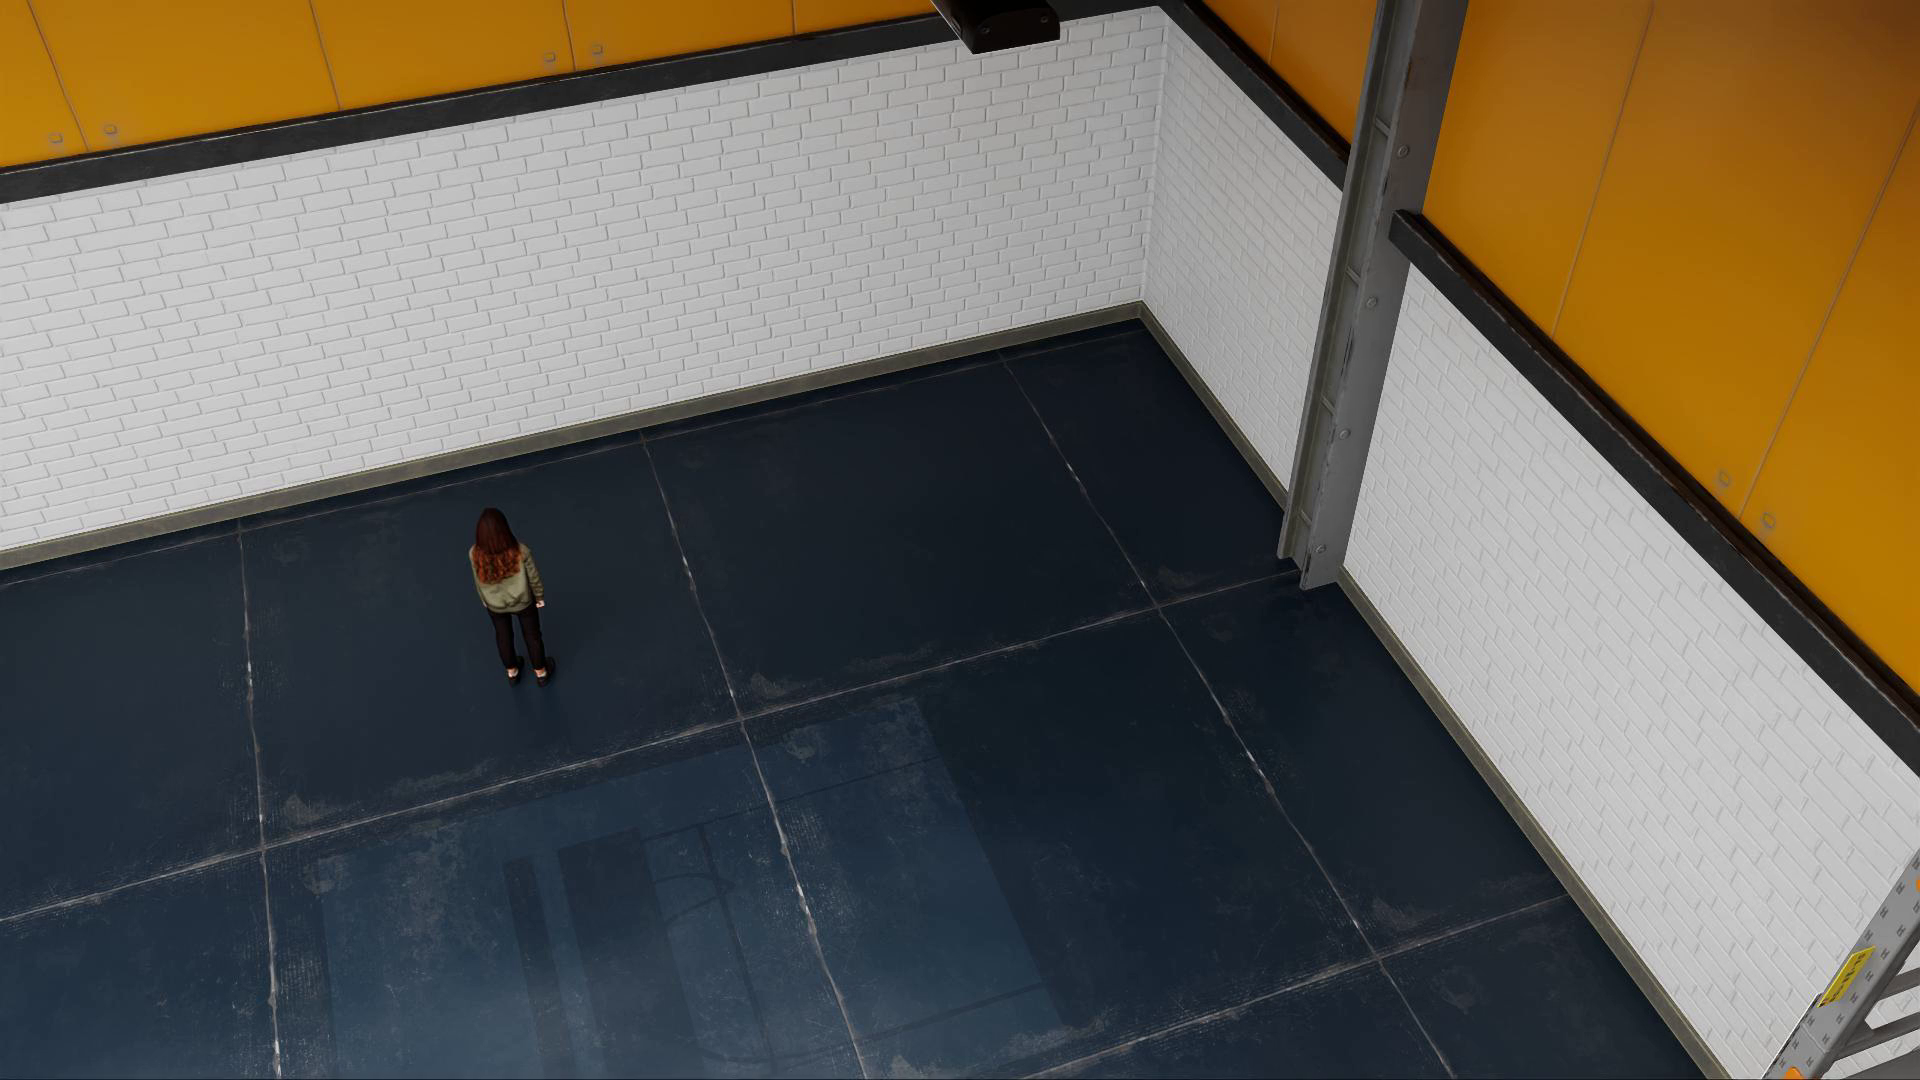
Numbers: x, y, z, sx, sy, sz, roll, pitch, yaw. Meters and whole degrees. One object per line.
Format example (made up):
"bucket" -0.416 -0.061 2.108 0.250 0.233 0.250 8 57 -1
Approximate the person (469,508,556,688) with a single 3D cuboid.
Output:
"person" -2.885 0.378 10.655 0.623 1.475 0.589 -3 44 -3
